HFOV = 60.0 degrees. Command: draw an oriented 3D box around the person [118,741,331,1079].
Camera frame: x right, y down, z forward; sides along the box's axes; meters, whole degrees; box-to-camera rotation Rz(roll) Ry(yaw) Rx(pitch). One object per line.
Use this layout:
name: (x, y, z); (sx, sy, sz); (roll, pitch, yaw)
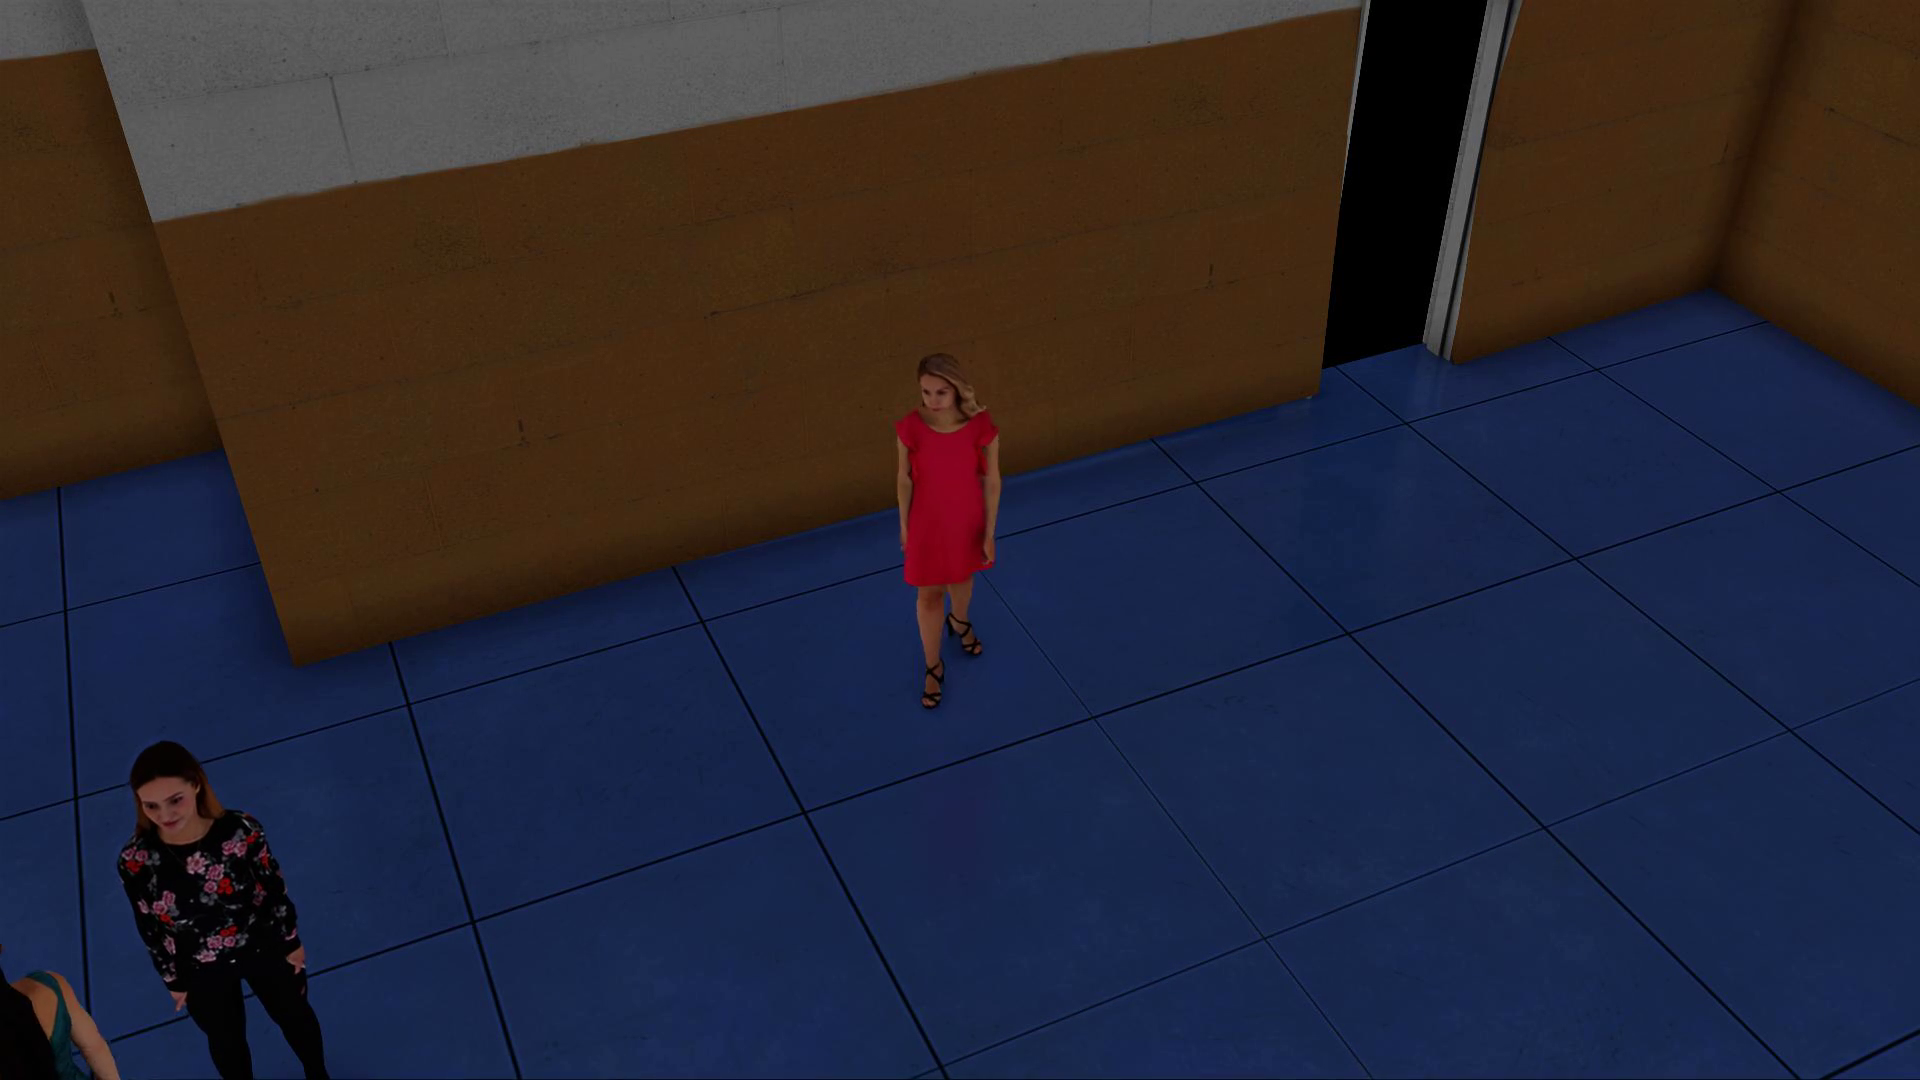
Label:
person: (-2.241, 1.261, 5.117); (0.564, 1.683, 0.505); (-14, 39, -18)

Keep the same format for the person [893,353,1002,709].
person: (-0.030, -0.105, 6.928); (0.714, 1.693, 0.818); (-5, 37, -7)
